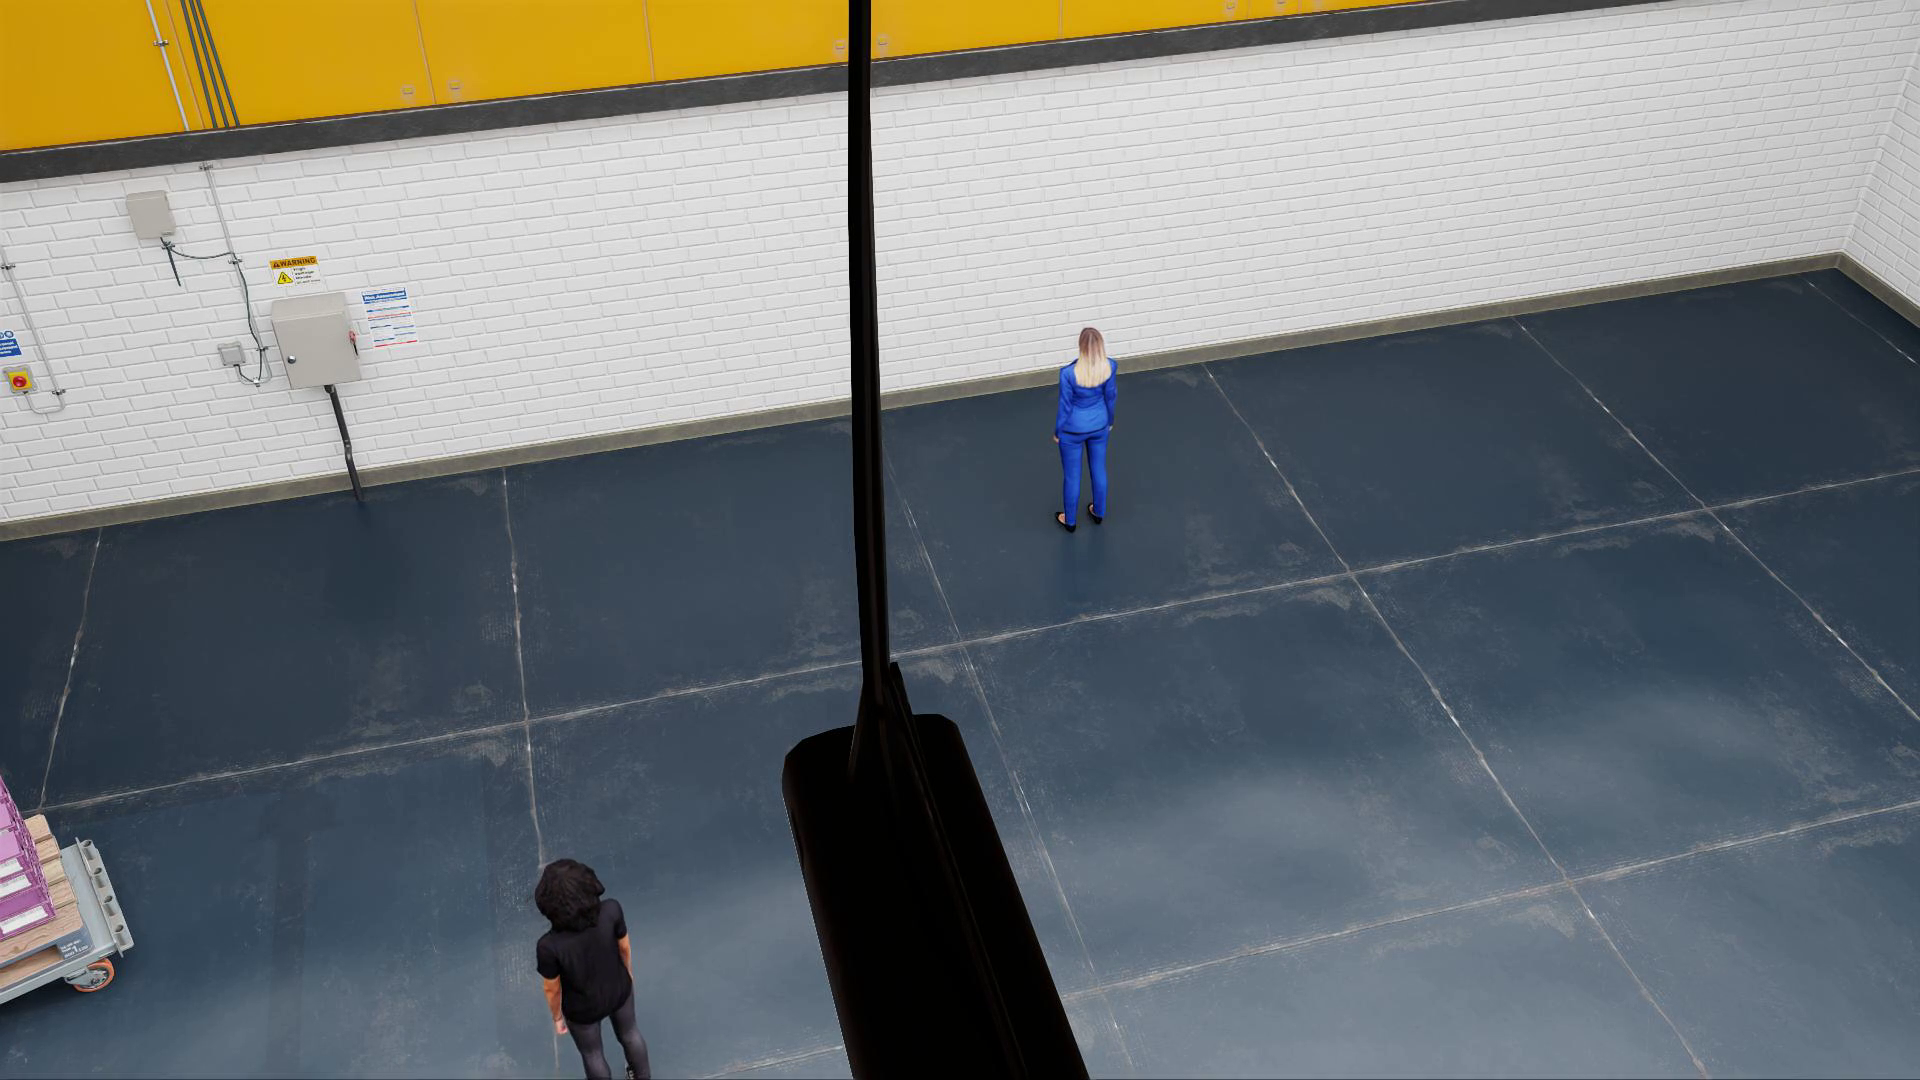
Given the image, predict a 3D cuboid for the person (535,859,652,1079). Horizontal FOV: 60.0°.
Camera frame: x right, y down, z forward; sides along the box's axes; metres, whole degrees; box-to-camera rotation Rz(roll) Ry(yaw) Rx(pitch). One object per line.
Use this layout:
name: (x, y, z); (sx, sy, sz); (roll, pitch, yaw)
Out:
person: (-1.813, 2.252, 8.251); (0.687, 1.831, 0.648); (-24, 44, -27)

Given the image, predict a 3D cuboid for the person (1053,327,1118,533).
person: (0.915, -0.810, 12.190); (0.644, 1.700, 0.570); (-14, 41, -16)
